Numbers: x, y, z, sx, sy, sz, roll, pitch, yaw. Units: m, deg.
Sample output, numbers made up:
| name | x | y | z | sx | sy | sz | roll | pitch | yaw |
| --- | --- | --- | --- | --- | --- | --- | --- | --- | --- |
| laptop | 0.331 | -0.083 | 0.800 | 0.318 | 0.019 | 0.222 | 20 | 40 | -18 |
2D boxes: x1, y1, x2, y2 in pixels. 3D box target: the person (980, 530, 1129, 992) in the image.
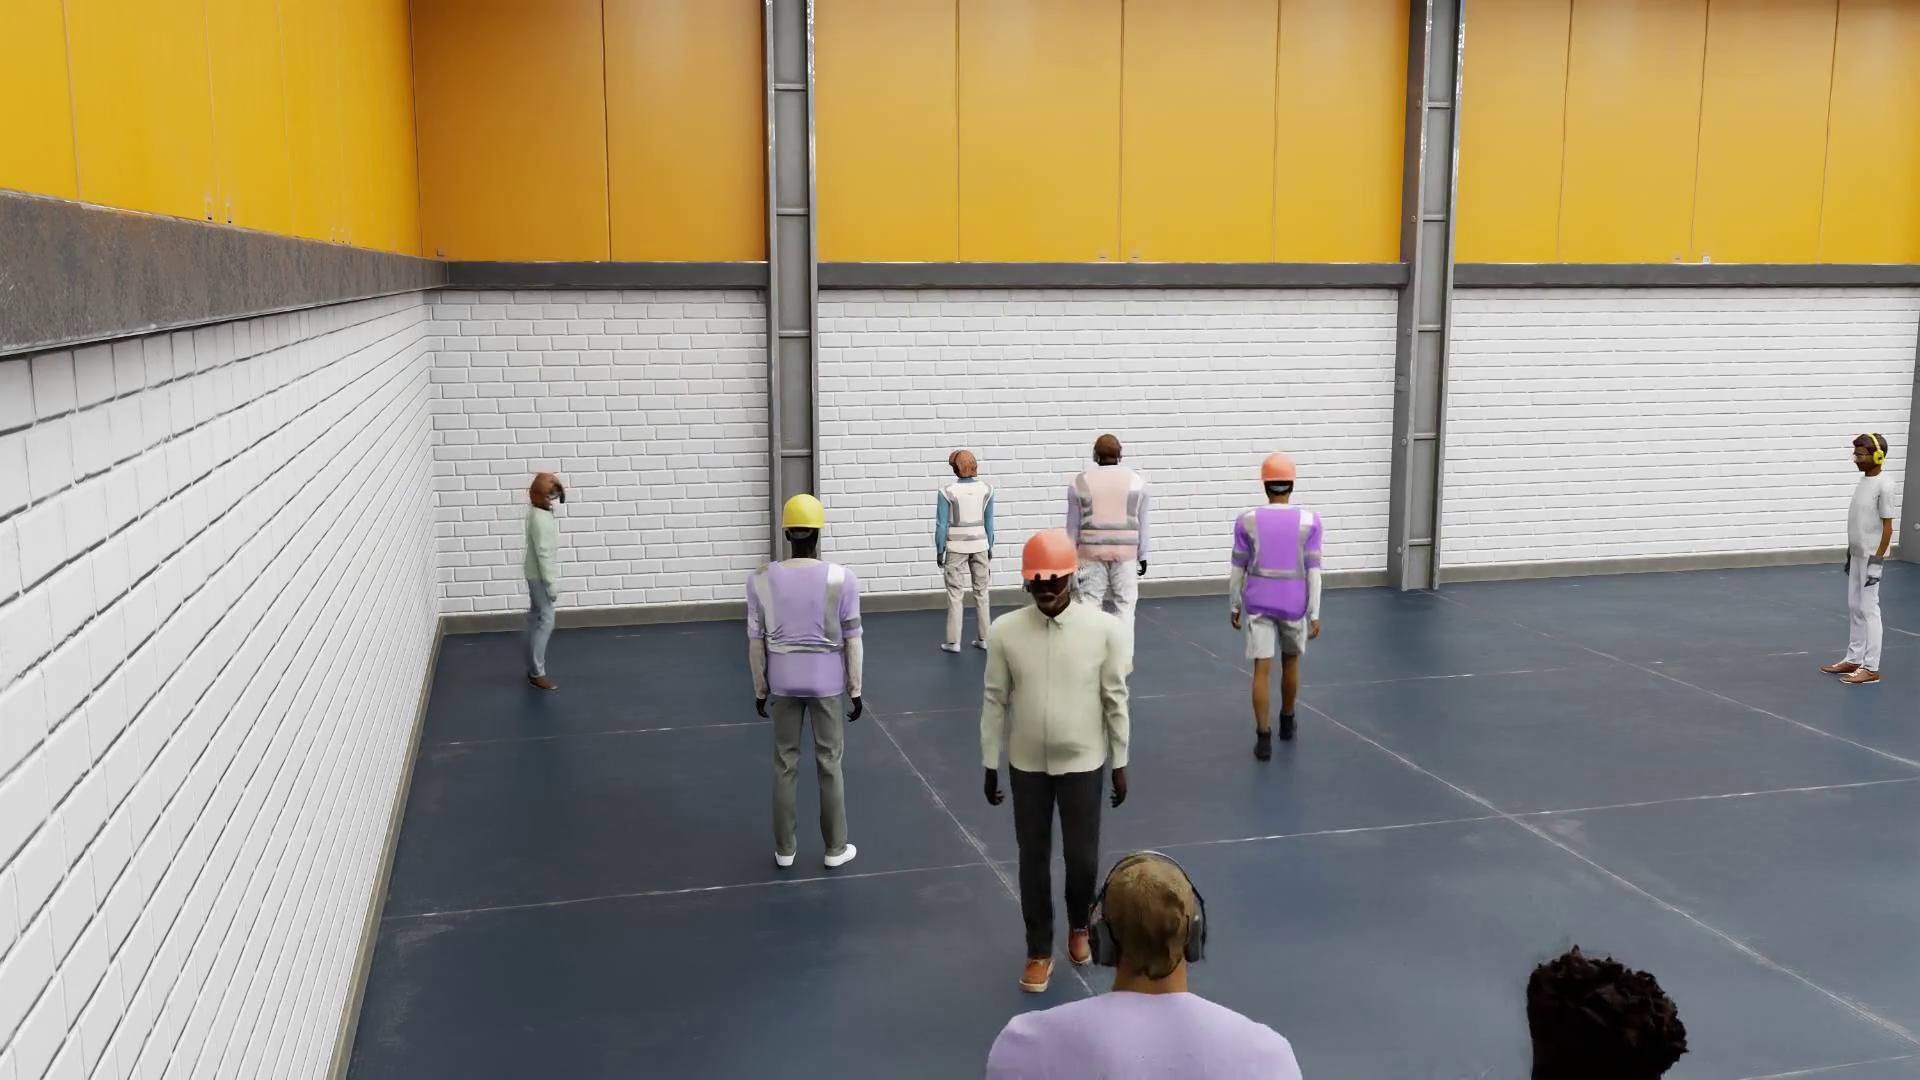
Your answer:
| name | x | y | z | sx | sy | sz | roll | pitch | yaw |
| --- | --- | --- | --- | --- | --- | --- | --- | --- | --- |
| person | 0.390 | 0.928 | 7.022 | 0.640 | 1.974 | 0.447 | 2 | 9 | 13 |

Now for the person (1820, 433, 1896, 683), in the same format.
| name | x | y | z | sx | sy | sz | roll | pitch | yaw |
| --- | --- | --- | --- | --- | --- | --- | --- | --- | --- |
| person | 6.704 | 0.133 | 12.345 | 0.329 | 1.865 | 0.509 | 1 | 9 | 5 |

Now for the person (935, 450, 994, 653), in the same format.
| name | x | y | z | sx | sy | sz | roll | pitch | yaw |
| --- | --- | --- | --- | --- | --- | --- | --- | --- | --- |
| person | 0.043 | 0.093 | 13.327 | 0.511 | 1.631 | 0.313 | -4 | 10 | -23 |

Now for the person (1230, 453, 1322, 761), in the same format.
| name | x | y | z | sx | sy | sz | roll | pitch | yaw |
| --- | --- | --- | --- | --- | --- | --- | --- | --- | --- |
| person | 2.004 | 0.394 | 10.604 | 0.563 | 1.897 | 0.908 | 2 | 9 | 10 |

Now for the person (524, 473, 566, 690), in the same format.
| name | x | y | z | sx | sy | sz | roll | pitch | yaw |
| --- | --- | --- | --- | --- | --- | --- | --- | --- | --- |
| person | -3.063 | 0.281 | 12.250 | 0.357 | 1.596 | 0.656 | -3 | 9 | -15 |

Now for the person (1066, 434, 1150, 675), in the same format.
| name | x | y | z | sx | sy | sz | roll | pitch | yaw |
| --- | --- | --- | --- | --- | --- | --- | --- | --- | --- |
| person | 1.115 | 0.116 | 12.571 | 0.627 | 1.835 | 0.429 | 1 | 9 | 5 |

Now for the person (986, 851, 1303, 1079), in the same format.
| name | x | y | z | sx | sy | sz | roll | pitch | yaw |
| --- | --- | --- | --- | --- | --- | --- | --- | --- | --- |
| person | 0.356 | 1.572 | 3.359 | 0.642 | 1.886 | 1.068 | -1 | 9 | -3 |

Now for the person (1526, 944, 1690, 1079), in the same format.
| name | x | y | z | sx | sy | sz | roll | pitch | yaw |
| --- | --- | --- | --- | --- | --- | --- | --- | --- | --- |
| person | 0.953 | 1.631 | 2.796 | 0.682 | 1.921 | 0.775 | -1 | 9 | -6 |

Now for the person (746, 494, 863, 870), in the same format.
| name | x | y | z | sx | sy | sz | roll | pitch | yaw |
| --- | --- | --- | --- | --- | --- | --- | --- | --- | --- |
| person | -0.779 | 0.725 | 8.452 | 0.587 | 1.927 | 0.365 | 1 | 9 | 5 |
